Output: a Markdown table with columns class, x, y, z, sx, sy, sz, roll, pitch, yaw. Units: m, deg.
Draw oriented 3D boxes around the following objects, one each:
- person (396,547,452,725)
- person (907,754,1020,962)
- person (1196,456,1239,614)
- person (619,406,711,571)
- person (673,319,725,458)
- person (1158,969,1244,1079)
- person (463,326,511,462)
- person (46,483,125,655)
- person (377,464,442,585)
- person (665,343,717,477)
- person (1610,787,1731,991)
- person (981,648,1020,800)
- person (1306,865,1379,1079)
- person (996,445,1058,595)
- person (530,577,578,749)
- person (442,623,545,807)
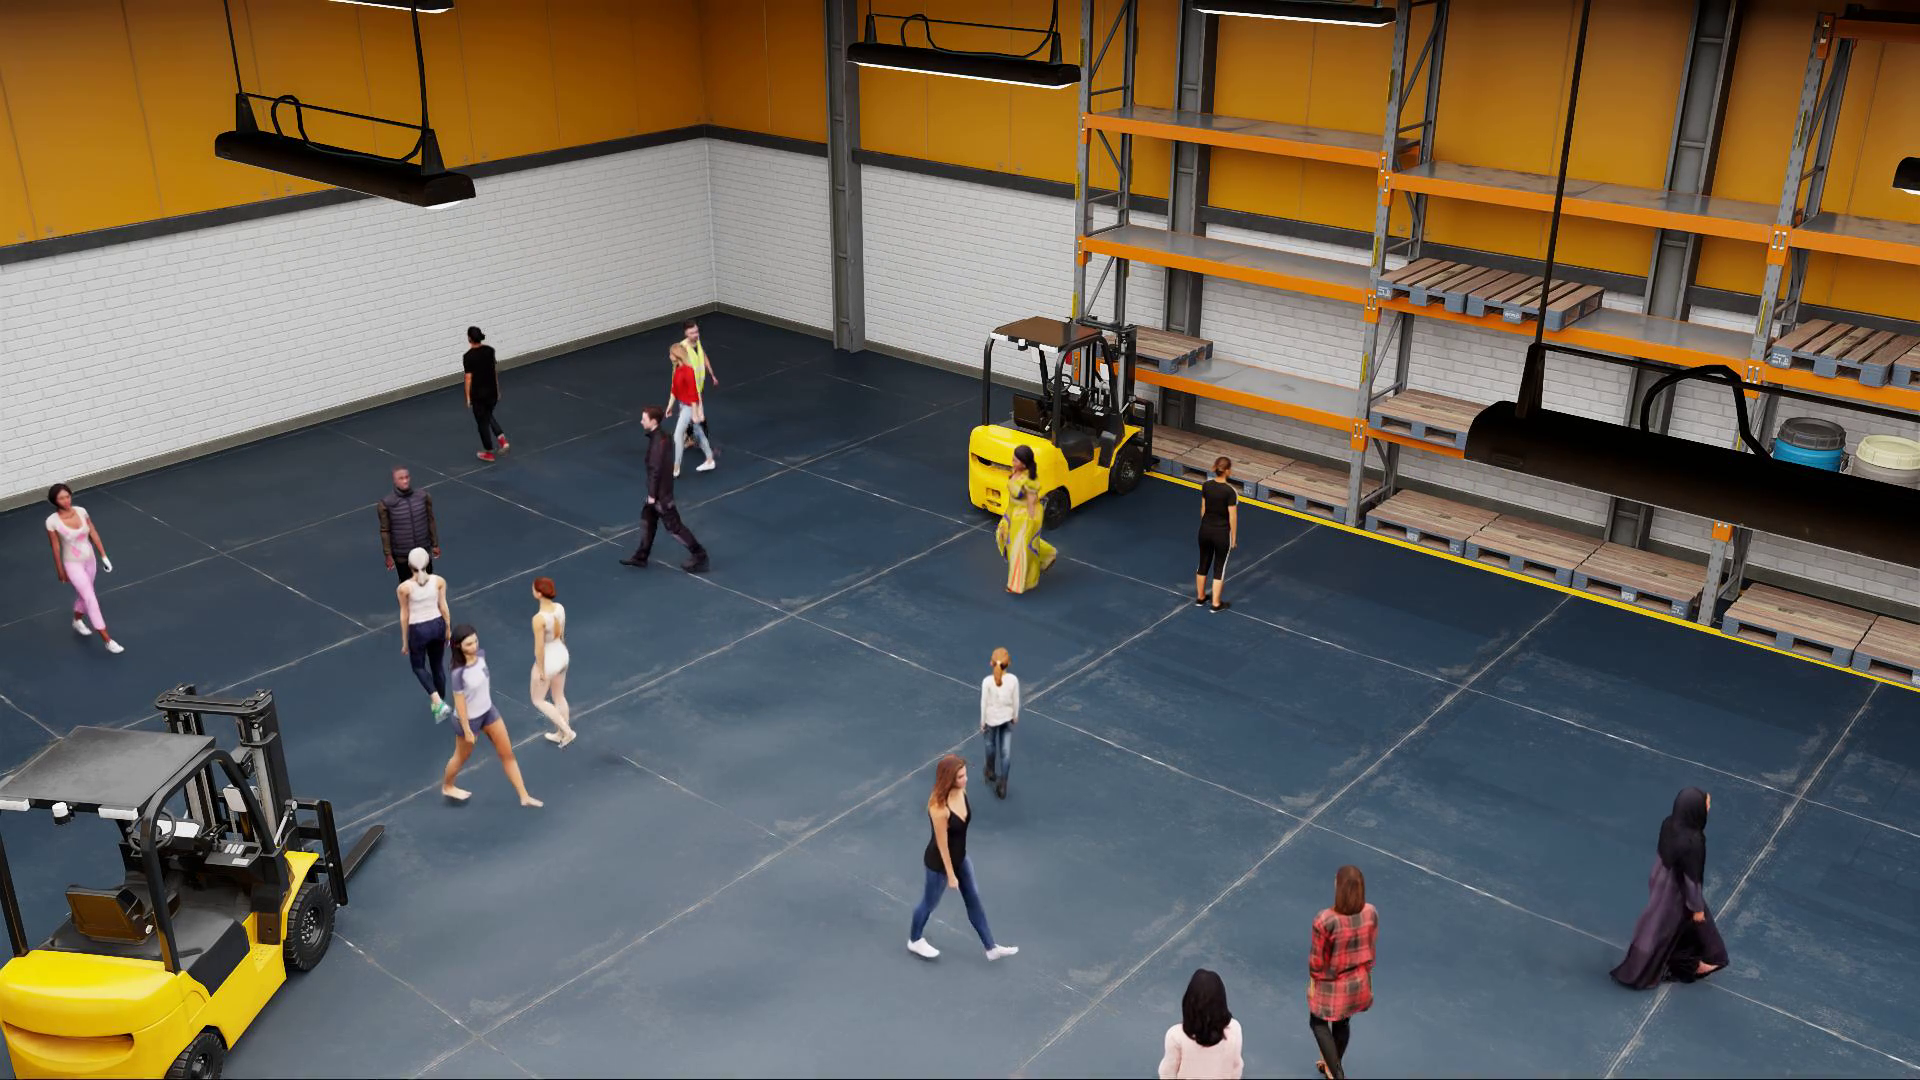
| class | x | y | z | sx | sy | sz | roll | pitch | yaw |
| --- | --- | --- | --- | --- | --- | --- | --- | --- | --- |
| person | -4.725 | 0.894 | 14.834 | 0.727 | 1.689 | 0.907 | -16 | 28 | -32 |
| person | -0.164 | 2.251 | 11.746 | 1.082 | 1.675 | 0.716 | 12 | 26 | 26 |
| person | 2.622 | -0.069 | 17.062 | 0.468 | 1.668 | 0.646 | 21 | 31 | 39 |
| person | -3.133 | -0.519 | 17.841 | 1.292 | 1.869 | 1.228 | -2 | 24 | -4 |
| person | -3.500 | -1.951 | 21.194 | 1.094 | 1.807 | 0.936 | 6 | 24 | 13 |
| person | 1.361 | 3.208 | 9.441 | 0.708 | 1.769 | 0.774 | -2 | 24 | -4 |
| person | -5.957 | -1.824 | 20.979 | 0.724 | 1.747 | 0.668 | 14 | 27 | 29 |
| person | -8.659 | 0.253 | 16.294 | 1.205 | 1.694 | 0.738 | 13 | 27 | 27 |
| person | -5.417 | 0.108 | 16.449 | 0.753 | 1.836 | 0.651 | -16 | 28 | -33 |
| person | -3.280 | -1.616 | 20.615 | 0.928 | 1.657 | 1.009 | -11 | 26 | -24 |
| person | 4.854 | 2.407 | 11.477 | 1.133 | 1.605 | 0.964 | 3 | 24 | 7 |
| person | 0.338 | 1.542 | 13.837 | 0.734 | 1.300 | 0.812 | -4 | 24 | -8 |
| person | 2.419 | 2.825 | 10.419 | 0.876 | 1.687 | 0.975 | -6 | 24 | -13 |
| person | 0.750 | -0.240 | 17.485 | 1.028 | 1.644 | 1.016 | -8 | 25 | -18 |
| person | -3.488 | 1.089 | 14.457 | 0.724 | 1.633 | 0.636 | 11 | 26 | 24 |
| person | -4.025 | 1.466 | 13.544 | 1.233 | 1.674 | 0.905 | 7 | 24 | 15 |
